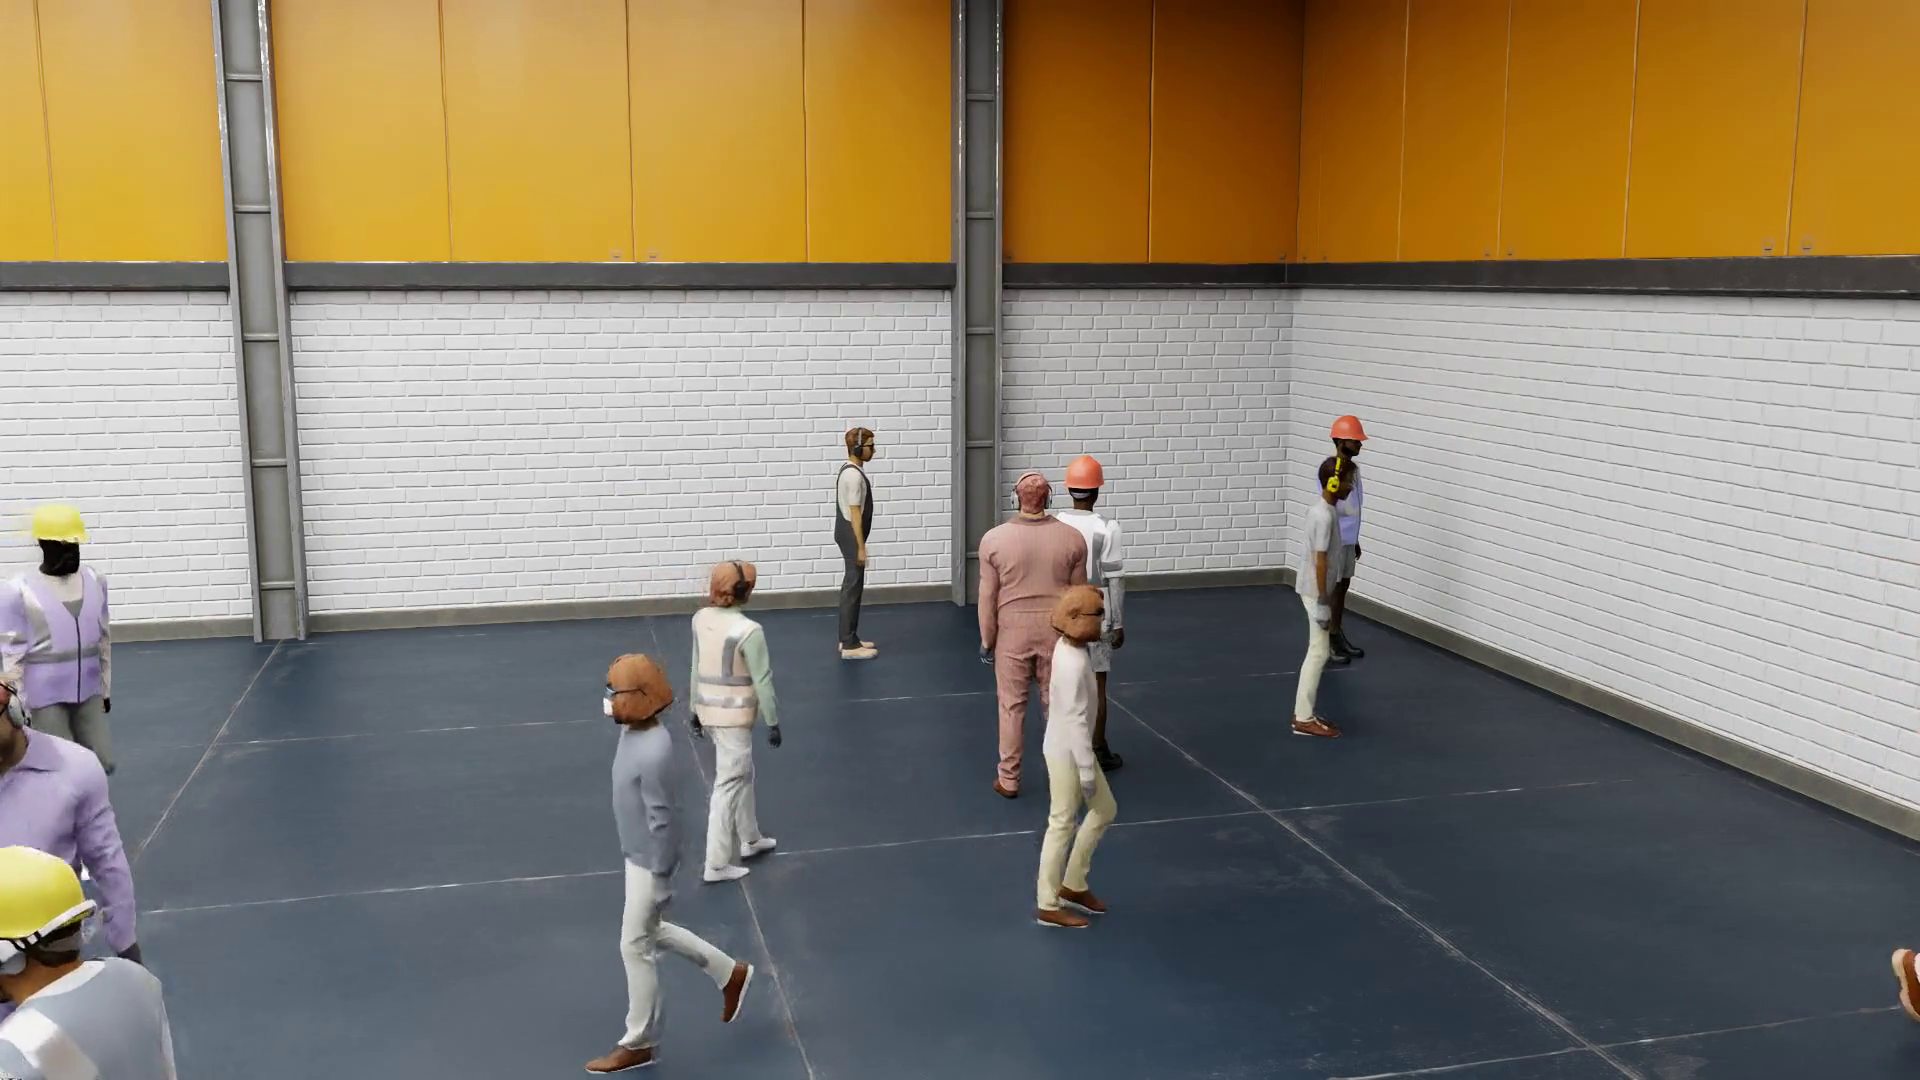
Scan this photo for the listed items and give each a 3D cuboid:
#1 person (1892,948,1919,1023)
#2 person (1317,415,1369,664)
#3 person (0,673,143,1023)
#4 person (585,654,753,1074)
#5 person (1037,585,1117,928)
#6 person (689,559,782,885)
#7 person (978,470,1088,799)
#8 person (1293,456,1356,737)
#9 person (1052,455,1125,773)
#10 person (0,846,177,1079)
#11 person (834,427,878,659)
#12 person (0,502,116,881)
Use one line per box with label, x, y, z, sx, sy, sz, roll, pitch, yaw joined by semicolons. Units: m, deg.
person;4.075;1.058;6.268;0.620;1.974;0.768;-7;11;-36
person;3.003;-0.011;13.032;0.361;1.938;0.545;6;11;35
person;-2.975;1.285;5.232;0.716;1.836;0.996;-7;11;-36
person;-1.124;1.214;6.374;0.617;1.617;0.506;-3;10;-20
person;0.568;1.004;7.668;0.474;1.616;0.534;1;9;5
person;-1.072;0.893;8.386;0.685;1.614;0.538;-9;12;-43
person;0.418;0.548;9.624;0.642;1.913;0.408;-1;9;-6
person;2.379;0.372;10.914;0.353;1.854;0.513;1;9;8
person;0.754;0.453;10.124;0.545;1.942;0.351;5;10;28
person;-2.018;1.561;3.716;0.921;1.781;0.597;0;9;-3
person;-0.823;0.024;13.147;0.336;1.839;0.511;-1;9;-4
person;-4.531;0.751;8.343;0.544;1.914;0.587;5;10;26
